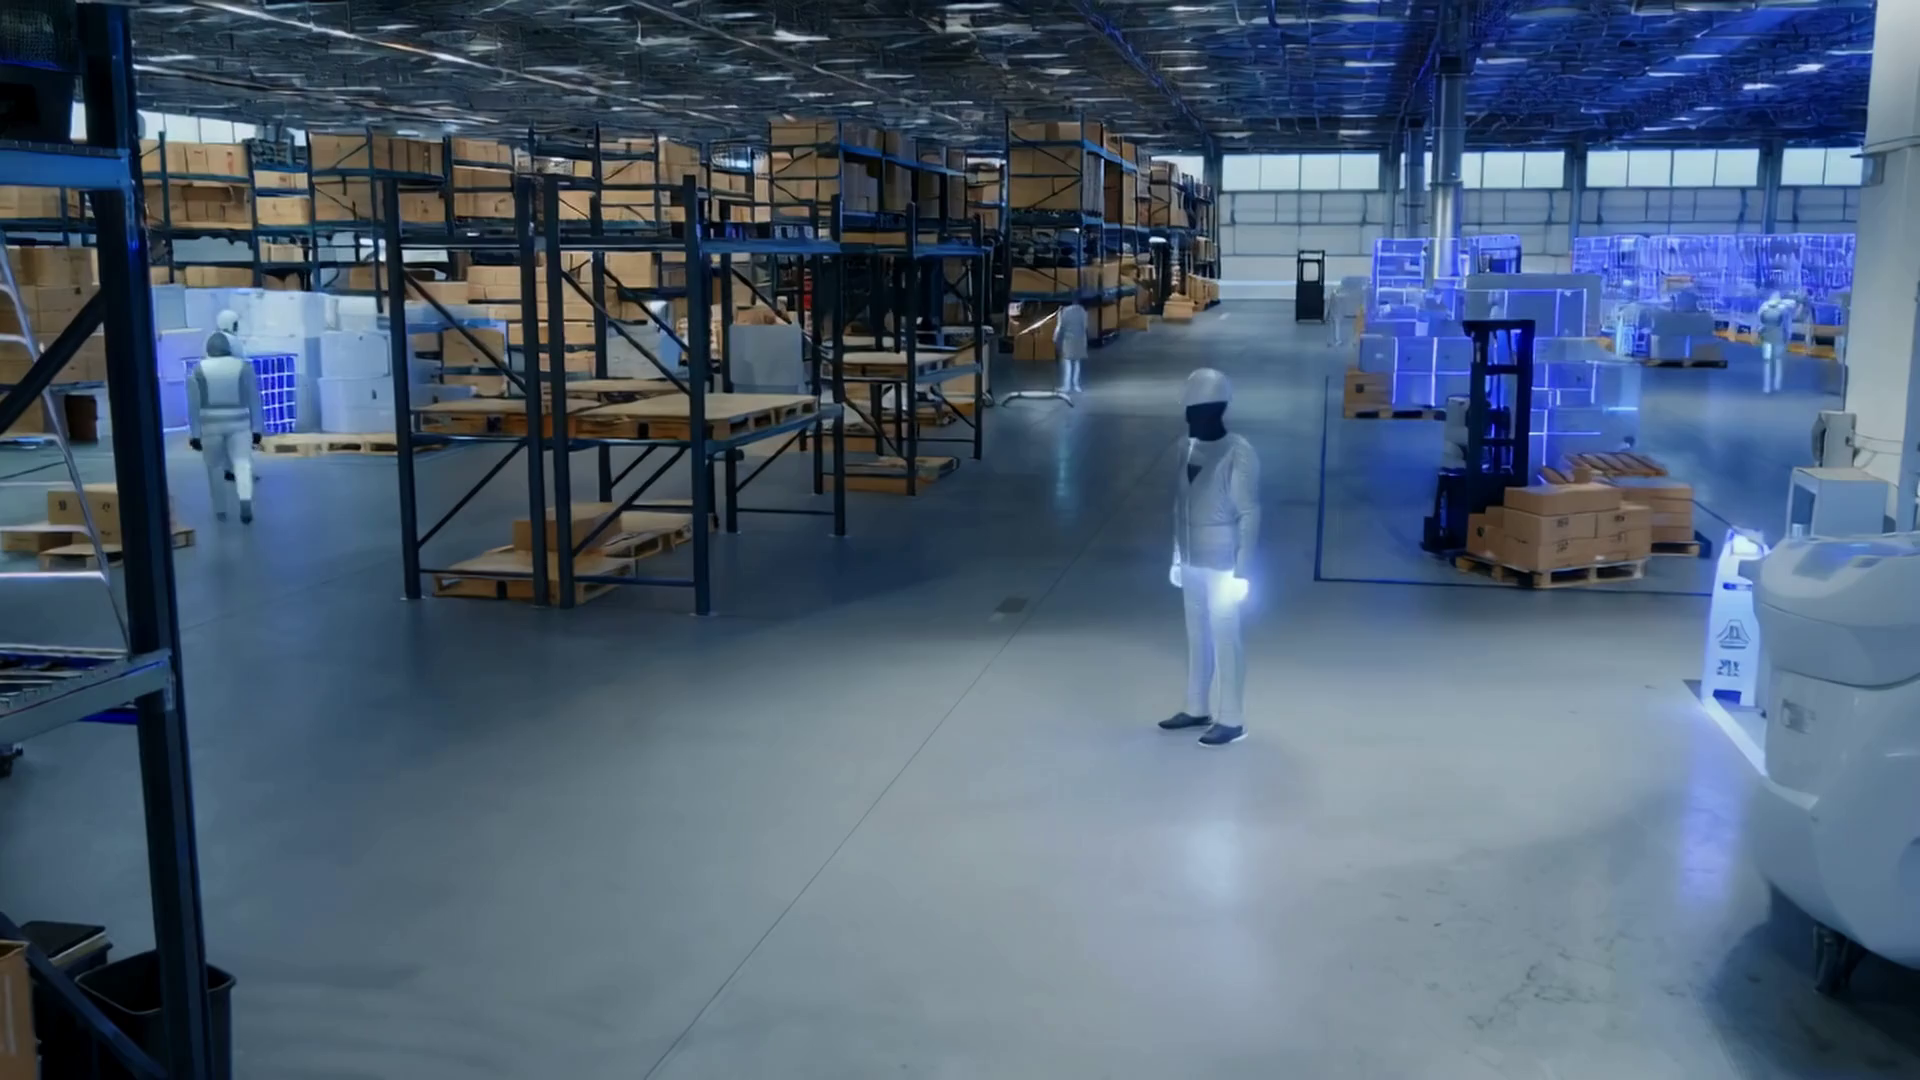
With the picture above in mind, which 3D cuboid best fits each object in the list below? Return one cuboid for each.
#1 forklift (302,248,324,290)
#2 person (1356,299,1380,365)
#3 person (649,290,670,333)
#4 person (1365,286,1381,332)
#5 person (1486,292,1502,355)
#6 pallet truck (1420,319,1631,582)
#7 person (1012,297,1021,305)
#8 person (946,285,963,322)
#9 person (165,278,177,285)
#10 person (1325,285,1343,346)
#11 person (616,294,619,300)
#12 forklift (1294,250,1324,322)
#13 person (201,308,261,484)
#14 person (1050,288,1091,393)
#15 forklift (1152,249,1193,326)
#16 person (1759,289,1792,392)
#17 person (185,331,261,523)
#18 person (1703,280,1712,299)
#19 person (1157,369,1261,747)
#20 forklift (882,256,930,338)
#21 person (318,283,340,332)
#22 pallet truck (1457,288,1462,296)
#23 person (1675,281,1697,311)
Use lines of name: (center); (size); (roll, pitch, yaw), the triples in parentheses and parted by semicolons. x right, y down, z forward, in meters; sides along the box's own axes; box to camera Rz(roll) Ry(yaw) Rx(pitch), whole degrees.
forklift: (-19.954, -7.721, 51.928); (1.129, 2.768, 1.873); (-5, 11, -28)
person: (9.298, -4.619, 37.369); (0.875, 1.588, 0.533); (-2, 10, -9)
person: (-7.590, -5.453, 42.002); (0.529, 1.694, 0.321); (-1, 10, -5)
person: (14.179, -7.910, 56.873); (0.868, 1.593, 0.513); (3, 10, 19)
person: (10.723, -4.069, 33.464); (0.997, 1.816, 0.534); (3, 10, 17)
pallet truck: (4.543, -0.757, 13.299); (0.823, 1.965, 1.885); (-4, 10, -22)
person: (1.954, -8.365, 58.213); (0.371, 2.044, 0.607); (-3, 10, -19)
person: (-0.160, -7.383, 53.453); (0.557, 1.673, 0.643); (1, 10, 6)
person: (-20.609, -5.873, 43.654); (0.444, 1.982, 0.633); (0, 10, 1)
person: (10.775, -6.460, 47.892); (0.538, 1.709, 0.925); (4, 10, 21)
person: (-8.476, -5.248, 40.976); (0.523, 1.630, 0.324); (1, 10, 3)
forklift: (13.778, -10.002, 65.433); (1.129, 2.768, 1.873); (2, 10, 12)
person: (-8.089, -1.584, 18.390); (0.627, 1.934, 0.374); (6, 11, 33)
person: (2.058, -3.689, 30.848); (0.763, 1.944, 0.410); (-1, 10, -5)
forklift: (7.646, -9.320, 61.395); (1.873, 2.768, 1.129); (2, 10, 11)
person: (15.274, -3.744, 31.182); (0.555, 1.927, 0.523); (7, 12, 34)
person: (-6.833, -1.032, 15.477); (0.632, 1.822, 0.759); (-5, 11, -29)
person: (36.558, -12.121, 81.149); (0.566, 1.815, 0.597); (3, 10, 15)
person: (1.263, 0.090, 8.494); (0.384, 1.924, 0.593); (-6, 11, -30)
forklift: (-1.223, -5.805, 40.579); (1.129, 2.768, 1.873); (2, 10, 12)
person: (-14.604, -4.944, 38.311); (0.633, 1.933, 0.368); (-8, 13, -40)
pallet truck: (20.506, -9.785, 68.819); (0.653, 1.274, 1.630); (2, 10, 12)
person: (21.735, -6.835, 49.796); (0.612, 1.821, 0.475); (3, 10, 15)
